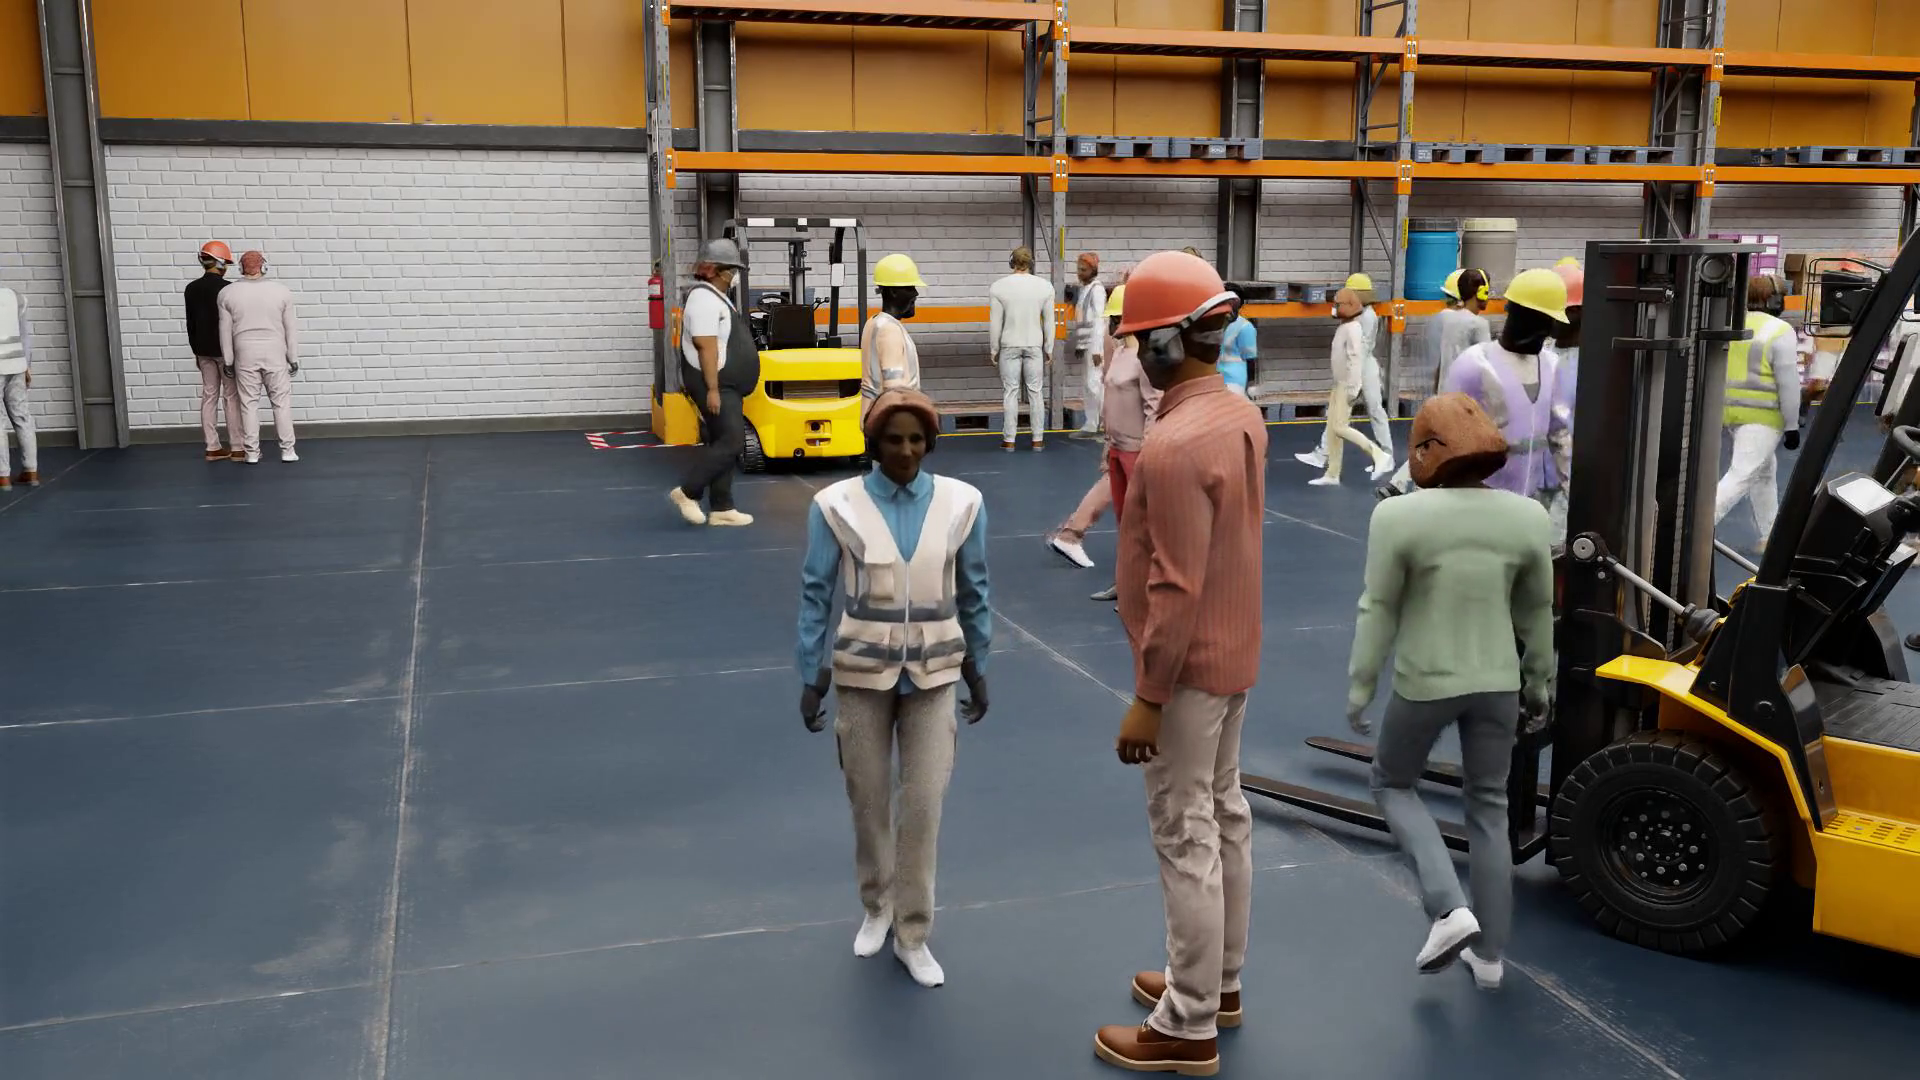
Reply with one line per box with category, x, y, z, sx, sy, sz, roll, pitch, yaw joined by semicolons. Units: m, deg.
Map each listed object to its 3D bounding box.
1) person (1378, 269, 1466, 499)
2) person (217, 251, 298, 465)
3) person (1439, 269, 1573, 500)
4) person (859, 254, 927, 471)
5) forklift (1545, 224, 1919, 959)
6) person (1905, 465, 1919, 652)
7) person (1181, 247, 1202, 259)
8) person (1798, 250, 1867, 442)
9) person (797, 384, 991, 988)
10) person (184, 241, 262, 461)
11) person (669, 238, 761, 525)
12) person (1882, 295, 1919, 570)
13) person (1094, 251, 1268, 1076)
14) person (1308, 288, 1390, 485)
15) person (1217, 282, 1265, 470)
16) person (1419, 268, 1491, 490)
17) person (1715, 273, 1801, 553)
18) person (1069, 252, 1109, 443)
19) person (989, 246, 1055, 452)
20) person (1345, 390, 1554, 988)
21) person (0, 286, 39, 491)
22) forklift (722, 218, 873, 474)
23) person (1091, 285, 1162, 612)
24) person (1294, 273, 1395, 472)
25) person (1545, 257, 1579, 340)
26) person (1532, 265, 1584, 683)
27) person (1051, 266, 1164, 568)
person;3.476;-1.037;11.917;0.834;1.803;0.599;-1;10;-4
person;-6.251;-1.623;14.861;0.644;1.899;0.400;-4;11;-20
person;2.355;-0.186;7.010;0.591;1.883;0.735;-7;13;-34
person;-0.366;-0.603;9.186;0.370;1.928;0.585;-2;11;-13
forklift;2.909;0.117;4.508;2.313;2.155;1.214;9;14;40
person;4.870;-0.390;7.990;0.552;1.937;0.359;1;10;4
person;1.952;-1.550;14.359;0.629;1.936;0.372;4;11;22
person;8.723;-1.938;16.614;0.561;1.900;0.760;1;10;6
person;-0.177;0.389;4.568;0.538;1.634;0.456;-2;11;-12
person;-6.680;-1.700;15.042;0.609;1.986;0.391;4;11;19
person;-1.661;-1.090;11.547;0.556;2.000;0.697;0;10;-1
person;5.814;-0.805;10.032;0.587;2.024;0.627;-3;11;-15
person;0.539;0.305;4.051;0.391;1.986;0.609;5;11;25
person;3.164;-1.229;13.468;0.555;1.617;0.504;0;10;0
person;2.263;-1.329;13.939;0.887;1.652;0.532;-4;11;-21
person;3.388;-0.860;10.917;1.003;1.807;0.535;-1;10;-4
person;4.950;-0.765;10.432;0.953;1.805;0.630;-2;10;-9
person;1.334;-1.902;16.481;0.428;1.876;0.750;-2;10;-8
person;0.582;-1.800;15.719;0.635;1.938;0.354;-1;10;-6
person;1.323;0.412;4.466;0.589;1.617;0.393;-1;10;-5
person;-7.728;-1.367;13.329;0.409;1.943;0.615;4;11;19
forklift;-1.522;-1.778;14.899;1.214;2.155;2.313;-3;11;-17
person;0.907;-0.492;9.027;0.318;1.766;0.534;-3;11;-17
person;3.365;-1.427;14.306;0.881;1.698;0.507;0;10;-3
person;6.150;-1.984;17.077;0.418;1.820;0.606;-4;11;-23
person;2.826;-0.298;7.594;0.886;1.912;0.557;-6;12;-28
person;1.030;-0.750;10.199;0.978;1.872;0.651;-1;10;-5
